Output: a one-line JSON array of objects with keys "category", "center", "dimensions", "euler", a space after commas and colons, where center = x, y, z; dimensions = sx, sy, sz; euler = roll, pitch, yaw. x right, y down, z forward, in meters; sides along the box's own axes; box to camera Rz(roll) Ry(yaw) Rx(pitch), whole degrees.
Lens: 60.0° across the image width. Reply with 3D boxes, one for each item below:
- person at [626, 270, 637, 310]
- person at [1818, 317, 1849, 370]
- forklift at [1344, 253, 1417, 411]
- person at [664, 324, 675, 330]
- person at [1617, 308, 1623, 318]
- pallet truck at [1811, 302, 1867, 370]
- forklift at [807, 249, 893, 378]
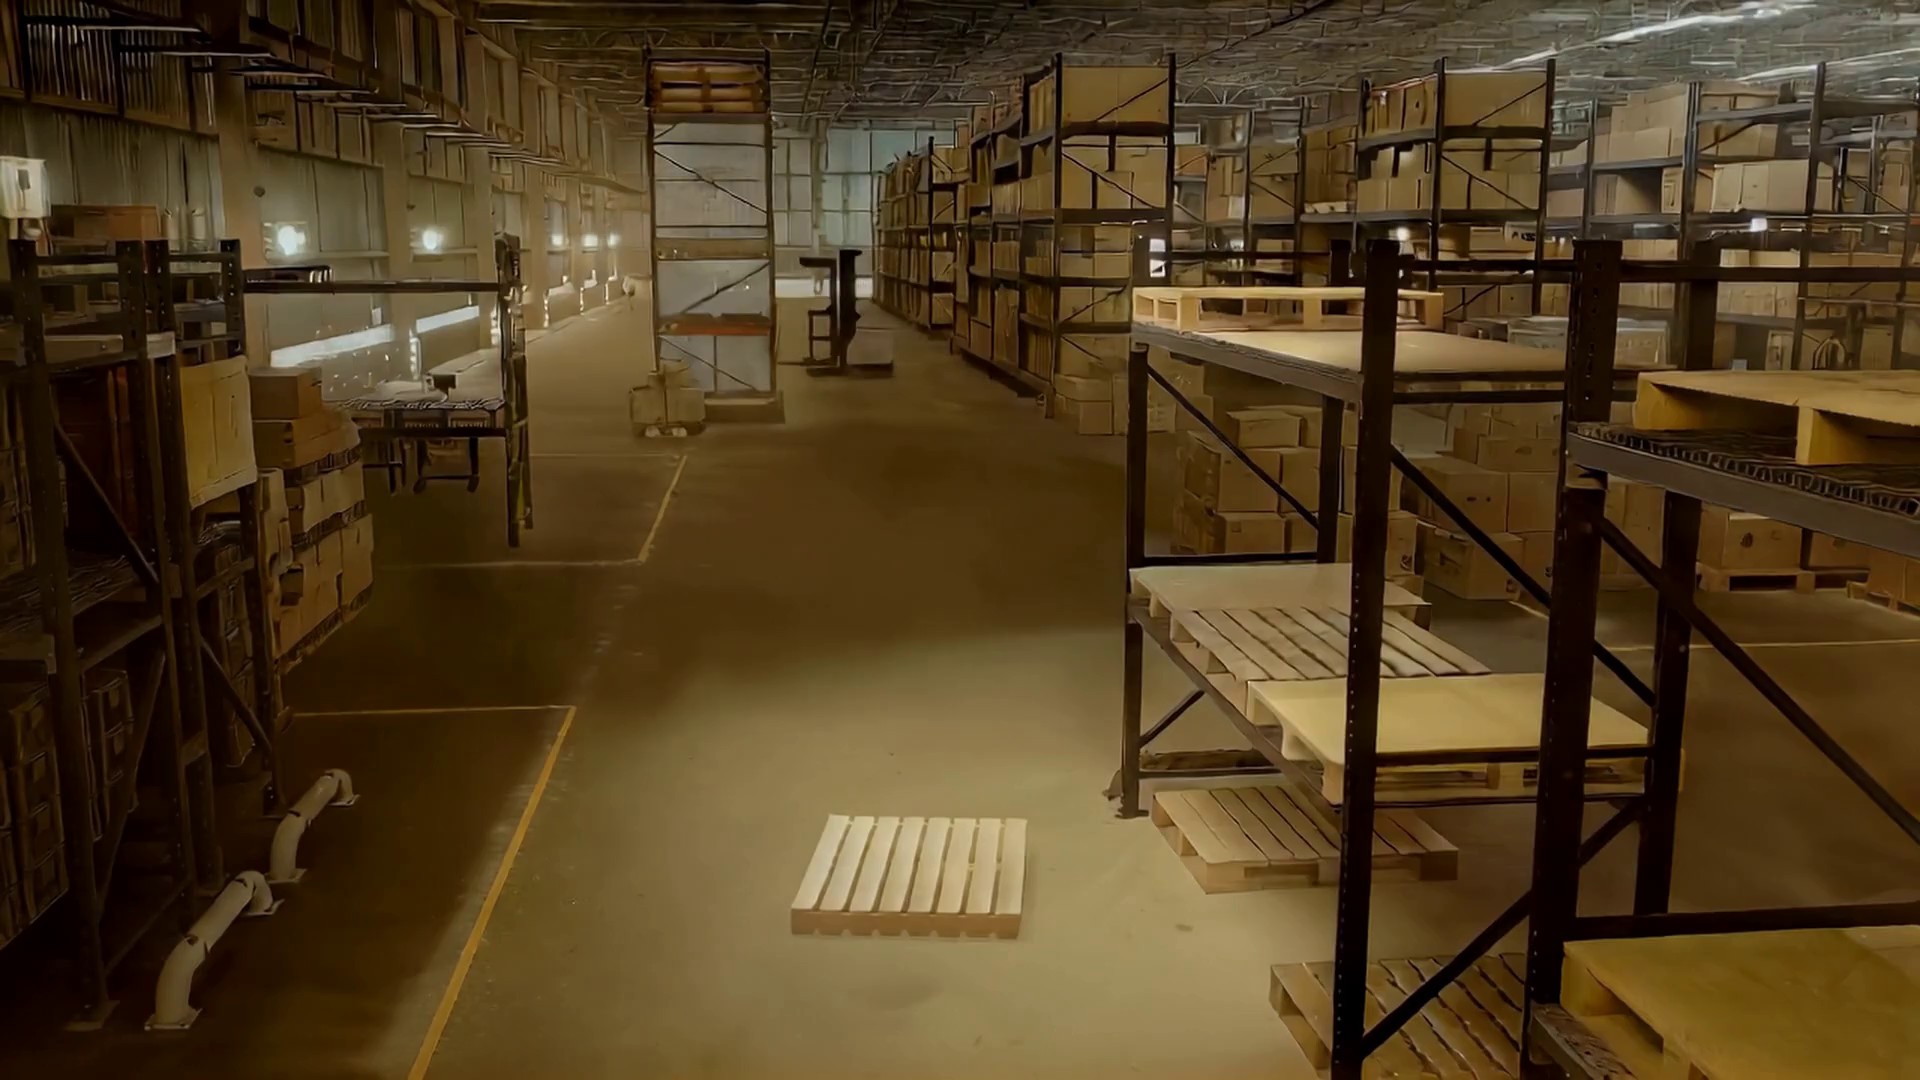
[{"category": "person", "center": [-14.186, -10.795, 71.932], "dimensions": [0.481, 1.734, 0.337], "euler": [-7, 13, -35]}, {"category": "person", "center": [12.876, -2.340, 24.605], "dimensions": [0.397, 1.911, 0.587], "euler": [7, 12, 33]}, {"category": "forklift", "center": [6.623, -3.107, 26.150], "dimensions": [1.129, 2.768, 1.873], "euler": [-1, 10, -3]}, {"category": "person", "center": [-9.066, -7.226, 51.906], "dimensions": [0.565, 1.829, 0.630], "euler": [-2, 11, -13]}, {"category": "person", "center": [11.587, -3.187, 29.473], "dimensions": [0.634, 1.841, 0.429], "euler": [9, 14, 42]}, {"category": "pallet truck", "center": [15.846, -3.142, 28.793], "dimensions": [1.885, 1.965, 0.823], "euler": [2, 10, 12]}, {"category": "forklift", "center": [-2.461, -5.023, 36.767], "dimensions": [1.873, 2.768, 1.129], "euler": [-1, 10, -6]}]
